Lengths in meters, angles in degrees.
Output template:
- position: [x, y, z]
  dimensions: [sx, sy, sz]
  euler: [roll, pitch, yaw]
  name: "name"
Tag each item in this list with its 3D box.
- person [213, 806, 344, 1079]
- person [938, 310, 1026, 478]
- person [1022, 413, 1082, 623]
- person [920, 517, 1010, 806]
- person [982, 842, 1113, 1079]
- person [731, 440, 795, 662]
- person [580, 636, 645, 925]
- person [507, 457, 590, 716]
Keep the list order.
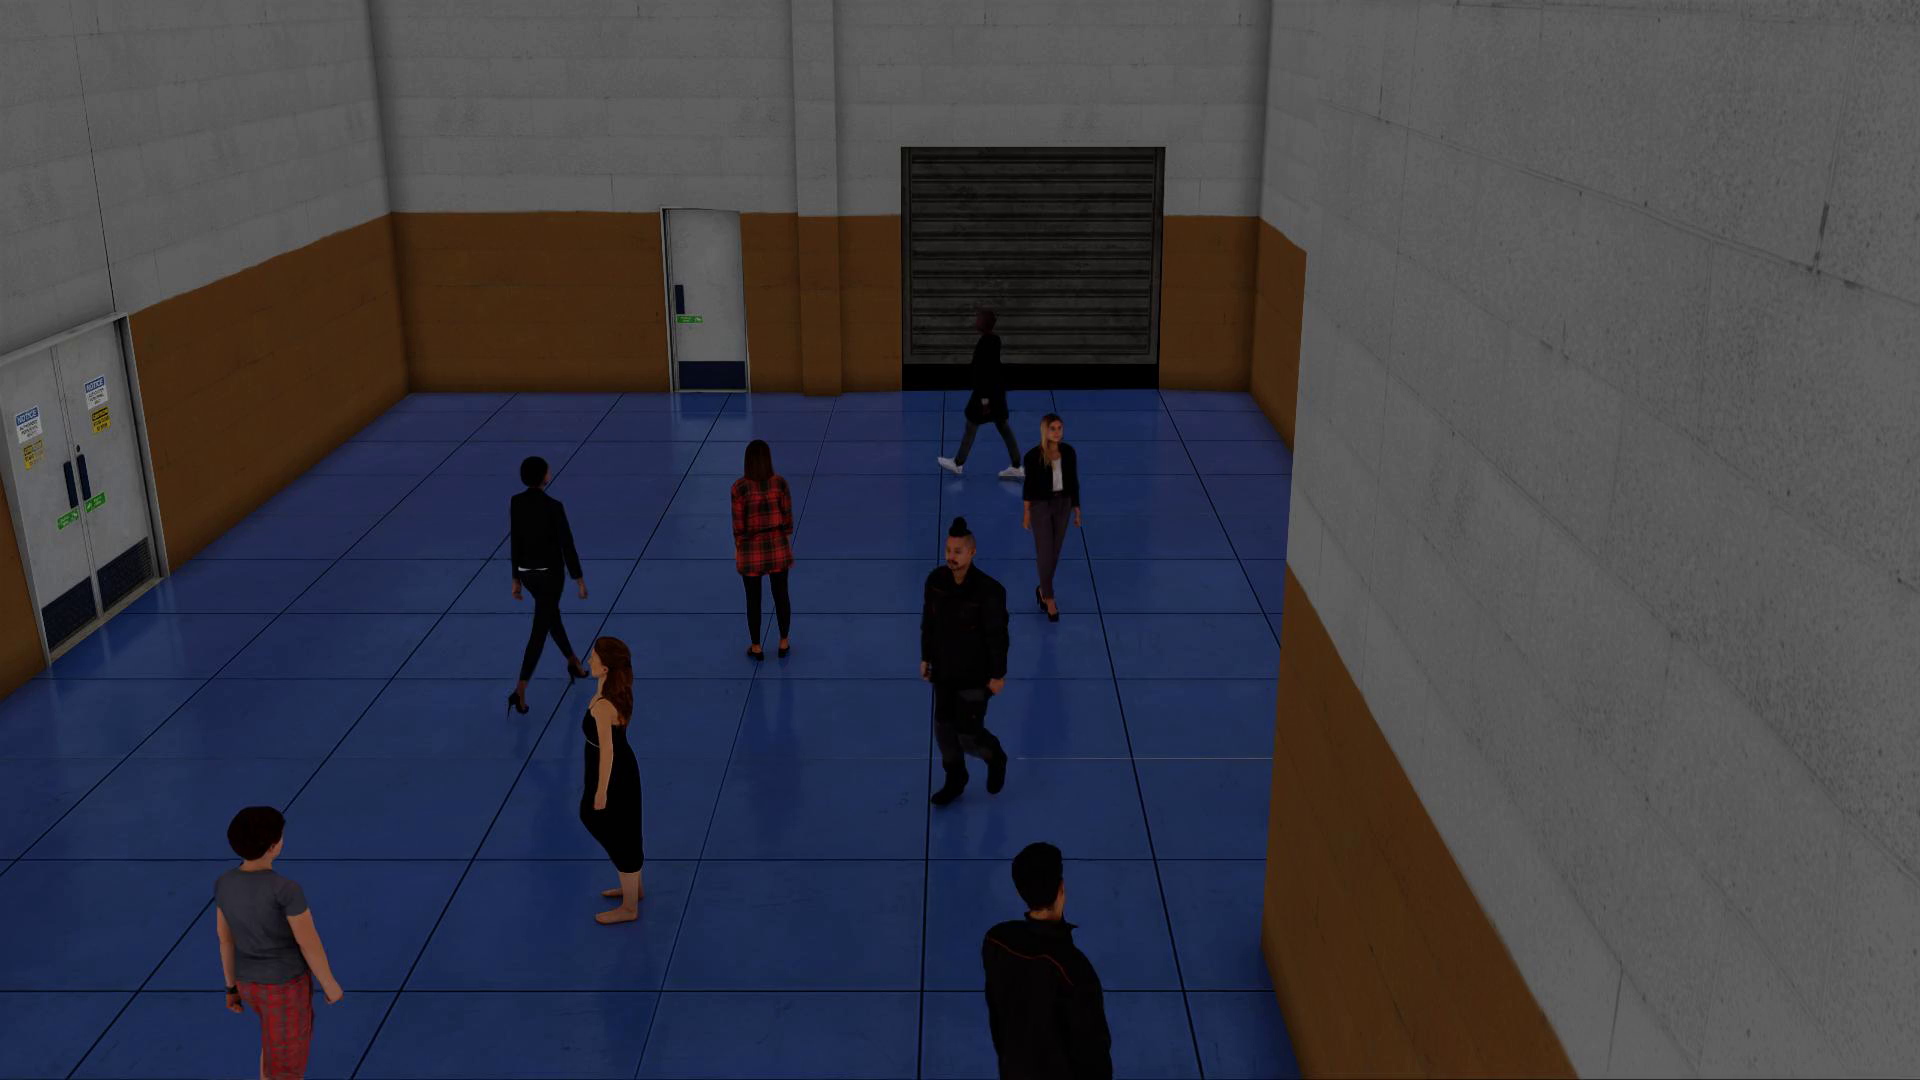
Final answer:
- position: [-2.937, 1.923, 6.999]
  dimensions: [0.673, 1.638, 0.755]
  euler: [7, 20, 21]
  name: "person"
- position: [0.388, -1.433, 16.846]
  dimensions: [1.234, 1.718, 0.986]
  euler: [9, 21, 25]
  name: "person"
- position: [0.681, -0.217, 13.338]
  dimensions: [0.802, 1.657, 0.836]
  euler: [-9, 20, -24]
  name: "person"
- position: [0.060, 0.729, 10.192]
  dimensions: [0.926, 1.851, 0.998]
  euler: [15, 24, 37]
  name: "person"
- position: [0.343, 2.052, 6.188]
  dimensions: [0.935, 1.924, 0.913]
  euler: [-11, 21, -29]
  name: "person"
- position: [-1.467, 0.070, 12.413]
  dimensions: [0.585, 1.703, 0.730]
  euler: [-5, 19, -15]
  name: "person"
- position: [-1.854, 1.279, 8.950]
  dimensions: [0.551, 1.625, 0.559]
  euler: [0, 19, 0]
  name: "person"
- position: [-2.915, 0.359, 11.434]
  dimensions: [1.162, 1.780, 1.007]
  euler: [8, 20, 23]
  name: "person"
